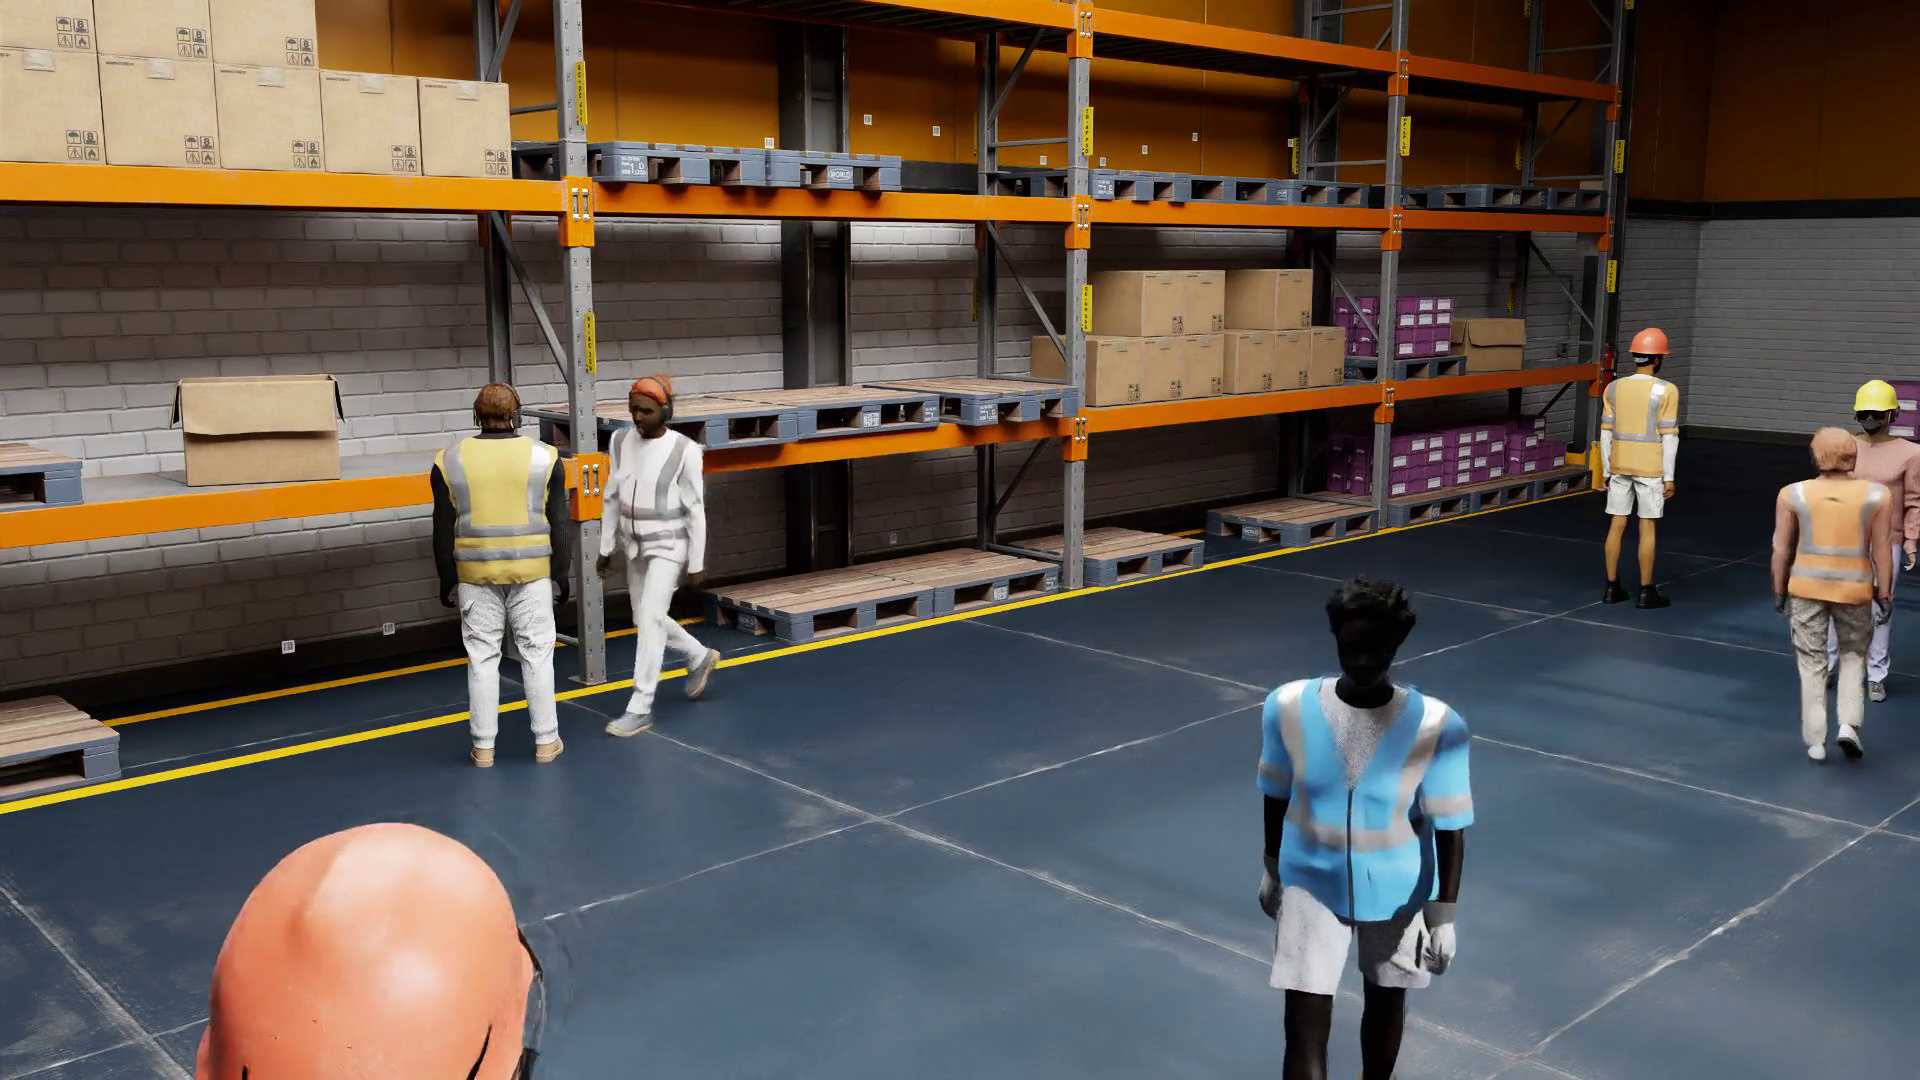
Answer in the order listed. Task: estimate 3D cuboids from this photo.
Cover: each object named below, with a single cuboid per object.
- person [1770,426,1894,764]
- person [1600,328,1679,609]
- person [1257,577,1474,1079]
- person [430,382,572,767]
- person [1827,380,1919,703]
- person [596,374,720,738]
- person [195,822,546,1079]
[{"bbox_3d":[4.169,0.265,7.979,0.532,1.618,0.377,5,11,25],"label":"person"},{"bbox_3d":[4.714,-0.495,11.536,0.375,1.939,0.546,-7,12,-37],"label":"person"},{"bbox_3d":[0.991,0.903,4.175,0.546,1.640,0.900,3,10,19],"label":"person"},{"bbox_3d":[-2.176,0.166,7.951,0.636,1.842,0.429,-2,10,-13],"label":"person"},{"bbox_3d":[4.950,0.008,9.098,0.533,1.767,0.326,7,12,35],"label":"person"},{"bbox_3d":[-1.525,0.052,8.622,0.627,1.853,0.836,7,12,34],"label":"person"},{"bbox_3d":[-0.473,1.175,1.646,0.608,1.991,0.873,2,10,13],"label":"person"}]
